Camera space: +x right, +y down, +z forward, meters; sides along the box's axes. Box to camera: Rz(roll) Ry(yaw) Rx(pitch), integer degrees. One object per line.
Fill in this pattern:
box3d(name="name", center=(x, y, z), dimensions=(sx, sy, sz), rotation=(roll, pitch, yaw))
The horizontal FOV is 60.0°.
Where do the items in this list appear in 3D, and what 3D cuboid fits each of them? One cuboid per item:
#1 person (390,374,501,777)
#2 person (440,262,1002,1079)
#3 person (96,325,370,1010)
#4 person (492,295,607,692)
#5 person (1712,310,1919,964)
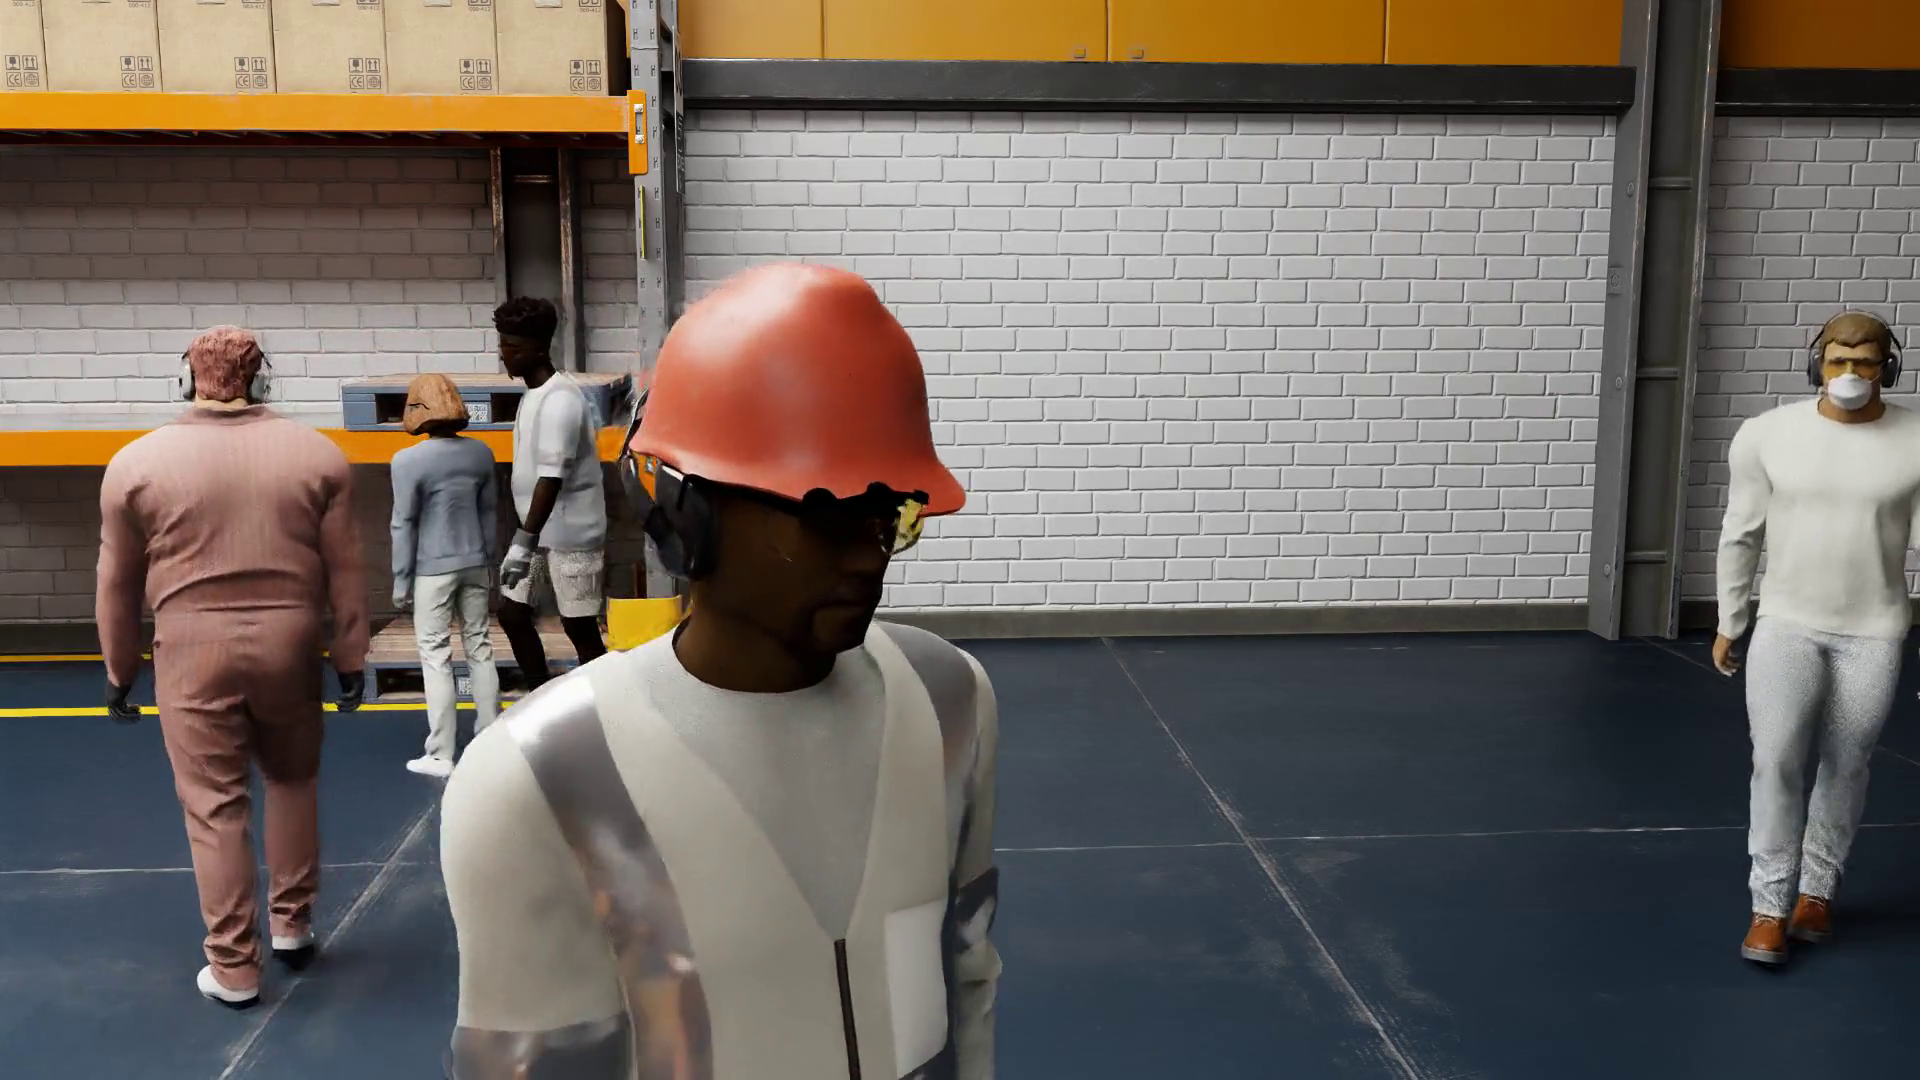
box3d(name="person", center=(-2.085, 0.140, 6.772), dimensions=(0.270, 1.627, 0.500), rotation=(6, 11, 33))
box3d(name="person", center=(-0.166, 0.760, 1.614), dimensions=(0.616, 2.034, 0.501), rotation=(-7, 11, -37))
box3d(name="person", center=(-2.046, 0.343, 4.701), dimensions=(0.684, 1.873, 0.613), rotation=(-6, 11, -31))
box3d(name="person", center=(-1.709, -0.025, 6.827), dimensions=(0.639, 1.935, 0.614), rotation=(-6, 11, -32))
box3d(name="person", center=(2.537, 0.302, 4.844), dimensions=(0.662, 1.913, 0.772), rotation=(5, 10, 28))
